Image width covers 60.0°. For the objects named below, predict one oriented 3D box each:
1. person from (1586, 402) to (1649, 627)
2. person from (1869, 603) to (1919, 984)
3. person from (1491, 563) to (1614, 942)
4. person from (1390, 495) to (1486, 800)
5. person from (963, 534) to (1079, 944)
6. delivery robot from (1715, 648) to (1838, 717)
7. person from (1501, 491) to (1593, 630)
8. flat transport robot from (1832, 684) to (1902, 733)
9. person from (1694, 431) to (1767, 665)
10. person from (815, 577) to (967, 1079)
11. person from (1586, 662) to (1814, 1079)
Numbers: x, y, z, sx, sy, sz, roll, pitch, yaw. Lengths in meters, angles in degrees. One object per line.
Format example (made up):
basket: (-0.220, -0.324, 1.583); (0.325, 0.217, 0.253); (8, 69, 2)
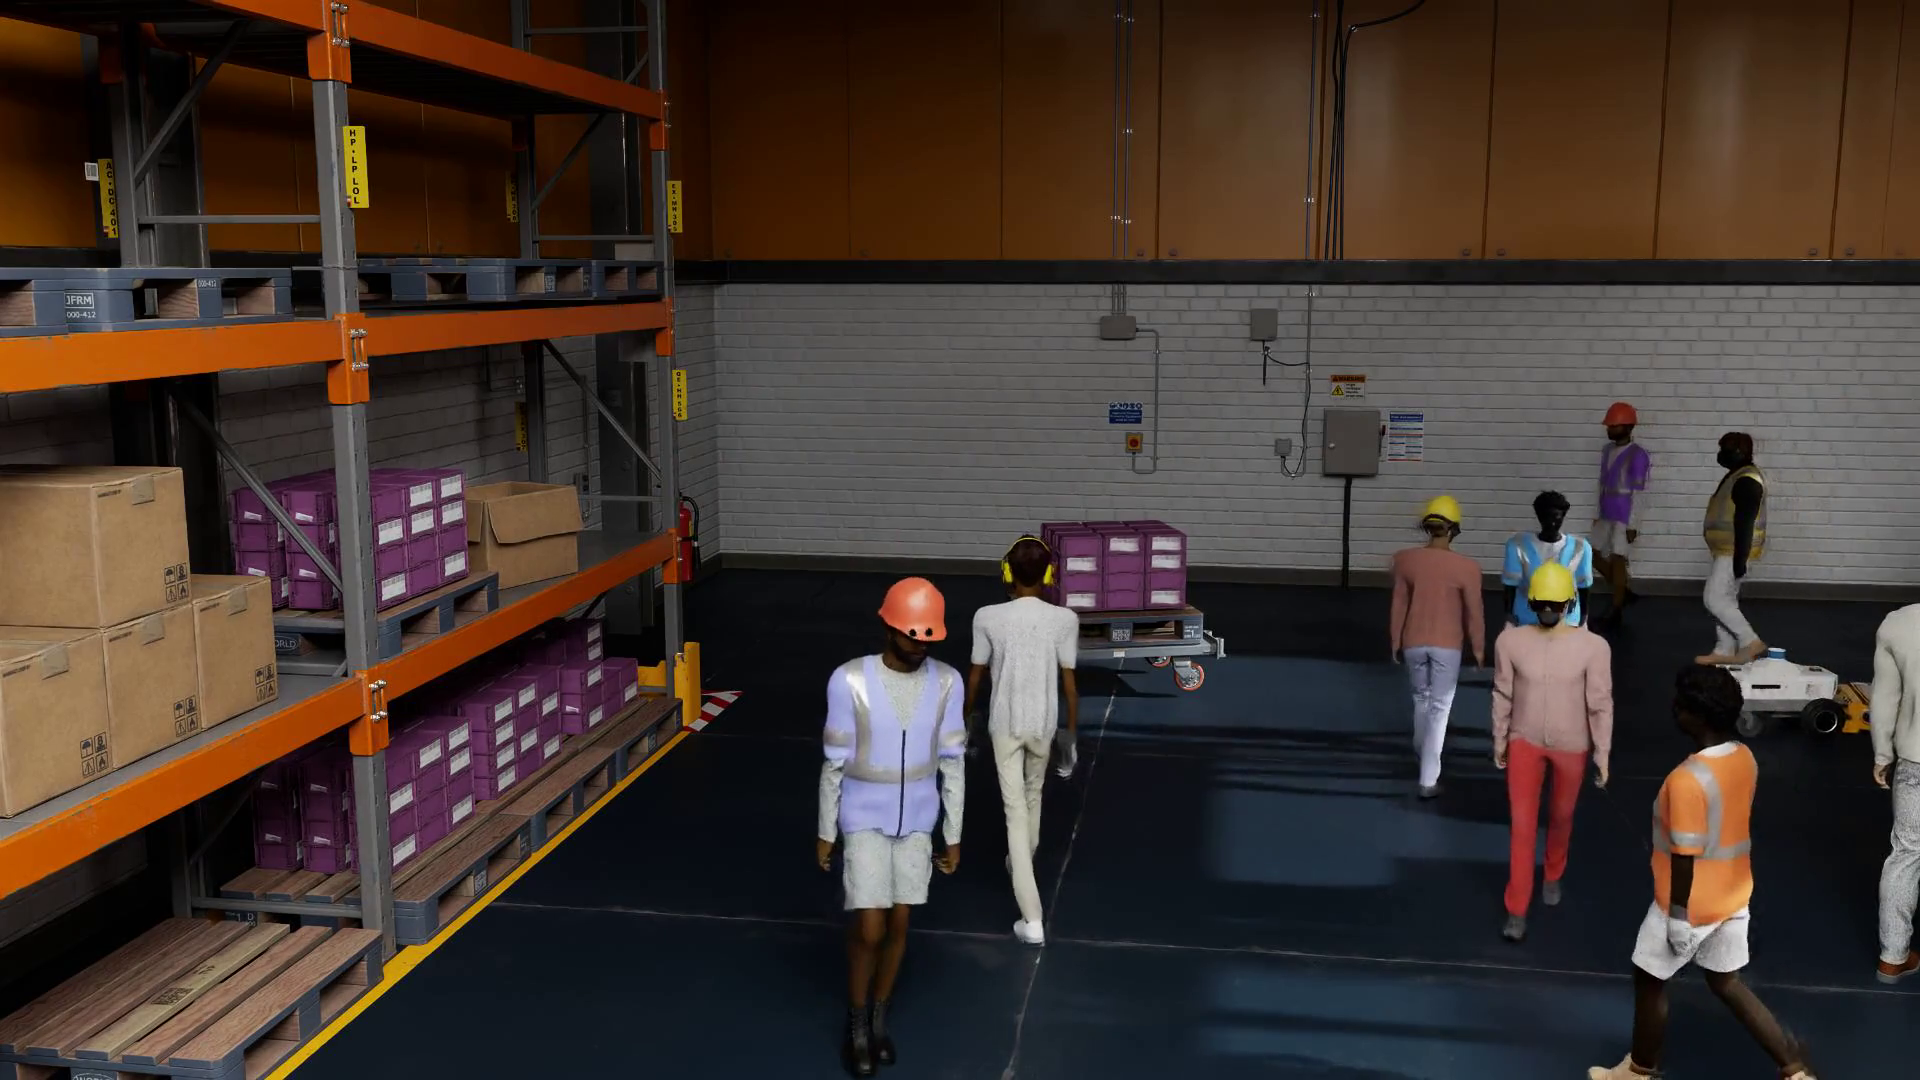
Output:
person: (5.580, -0.208, 14.125); (0.423, 1.927, 0.563); (-2, 9, -13)
person: (4.129, 0.951, 6.946); (0.354, 1.936, 0.635); (-7, 11, -36)
person: (2.726, 0.944, 7.687); (0.537, 1.709, 0.901); (4, 10, 22)
person: (2.812, 0.600, 9.707); (0.540, 1.740, 0.741); (7, 12, 37)
person: (0.269, 0.882, 7.743); (0.537, 1.819, 0.987); (-2, 9, -11)
delivery robot: (5.339, 0.951, 10.912); (0.707, 0.478, 0.477); (0, 9, 3)
person: (3.649, 0.531, 10.373); (0.545, 1.666, 0.766); (3, 10, 19)
flat transport robot: (6.413, 1.134, 10.945); (1.431, 0.197, 0.652); (3, 10, 17)
person: (5.853, 0.088, 12.616); (0.442, 1.826, 0.650); (3, 10, 17)
person: (-0.240, 1.075, 6.264); (0.576, 1.906, 0.553); (-3, 10, -20)
person: (2.656, 1.260, 5.838); (0.529, 1.674, 0.748); (-7, 12, -38)
